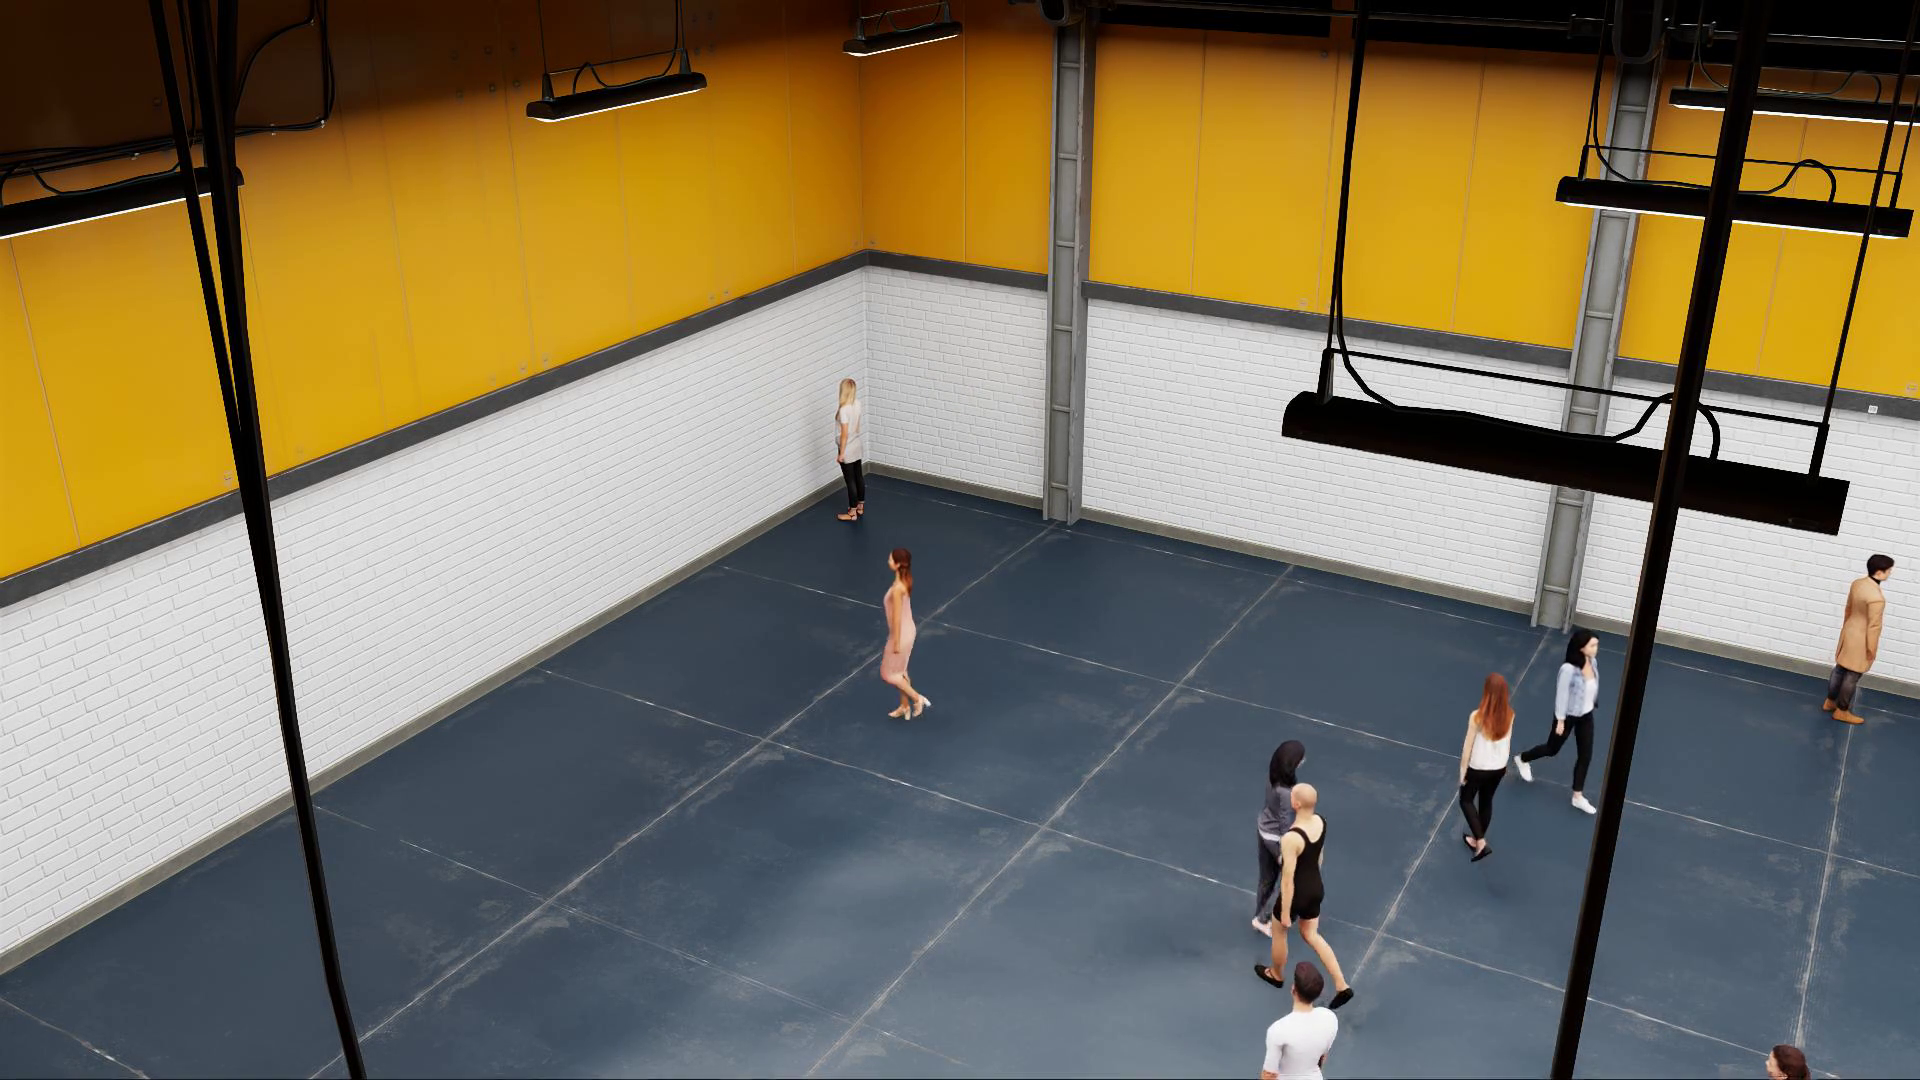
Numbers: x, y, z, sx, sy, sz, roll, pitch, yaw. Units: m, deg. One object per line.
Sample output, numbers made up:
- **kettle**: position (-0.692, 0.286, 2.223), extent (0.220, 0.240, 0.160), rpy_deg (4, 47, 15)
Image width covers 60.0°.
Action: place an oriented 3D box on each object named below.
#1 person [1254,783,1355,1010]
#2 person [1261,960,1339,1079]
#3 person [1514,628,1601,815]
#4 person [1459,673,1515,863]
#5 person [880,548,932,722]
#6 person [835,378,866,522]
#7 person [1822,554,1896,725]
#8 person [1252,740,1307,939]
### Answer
- **person**: position (2.552, 2.625, 12.082), extent (0.877, 1.789, 1.156), rpy_deg (-20, 30, -38)
- **person**: position (2.089, 3.443, 10.154), extent (0.873, 1.836, 0.927), rpy_deg (-9, 25, -20)
- **person**: position (5.337, 1.542, 14.692), extent (0.920, 1.683, 1.173), rpy_deg (-15, 28, -30)
- **person**: position (4.395, 1.928, 13.777), extent (0.865, 1.708, 0.908), rpy_deg (-4, 24, -10)
- **person**: position (-0.485, 0.940, 15.900), extent (0.796, 1.818, 0.716), rpy_deg (5, 24, 10)
- **person**: position (-1.347, -1.129, 20.624), extent (0.540, 1.826, 0.614), rpy_deg (11, 26, 24)
- **person**: position (8.667, 0.926, 16.048), extent (0.785, 1.726, 0.762), rpy_deg (0, 24, 0)
- **person**: position (2.363, 2.322, 12.827), extent (0.775, 1.748, 0.717), rpy_deg (-6, 24, -14)
